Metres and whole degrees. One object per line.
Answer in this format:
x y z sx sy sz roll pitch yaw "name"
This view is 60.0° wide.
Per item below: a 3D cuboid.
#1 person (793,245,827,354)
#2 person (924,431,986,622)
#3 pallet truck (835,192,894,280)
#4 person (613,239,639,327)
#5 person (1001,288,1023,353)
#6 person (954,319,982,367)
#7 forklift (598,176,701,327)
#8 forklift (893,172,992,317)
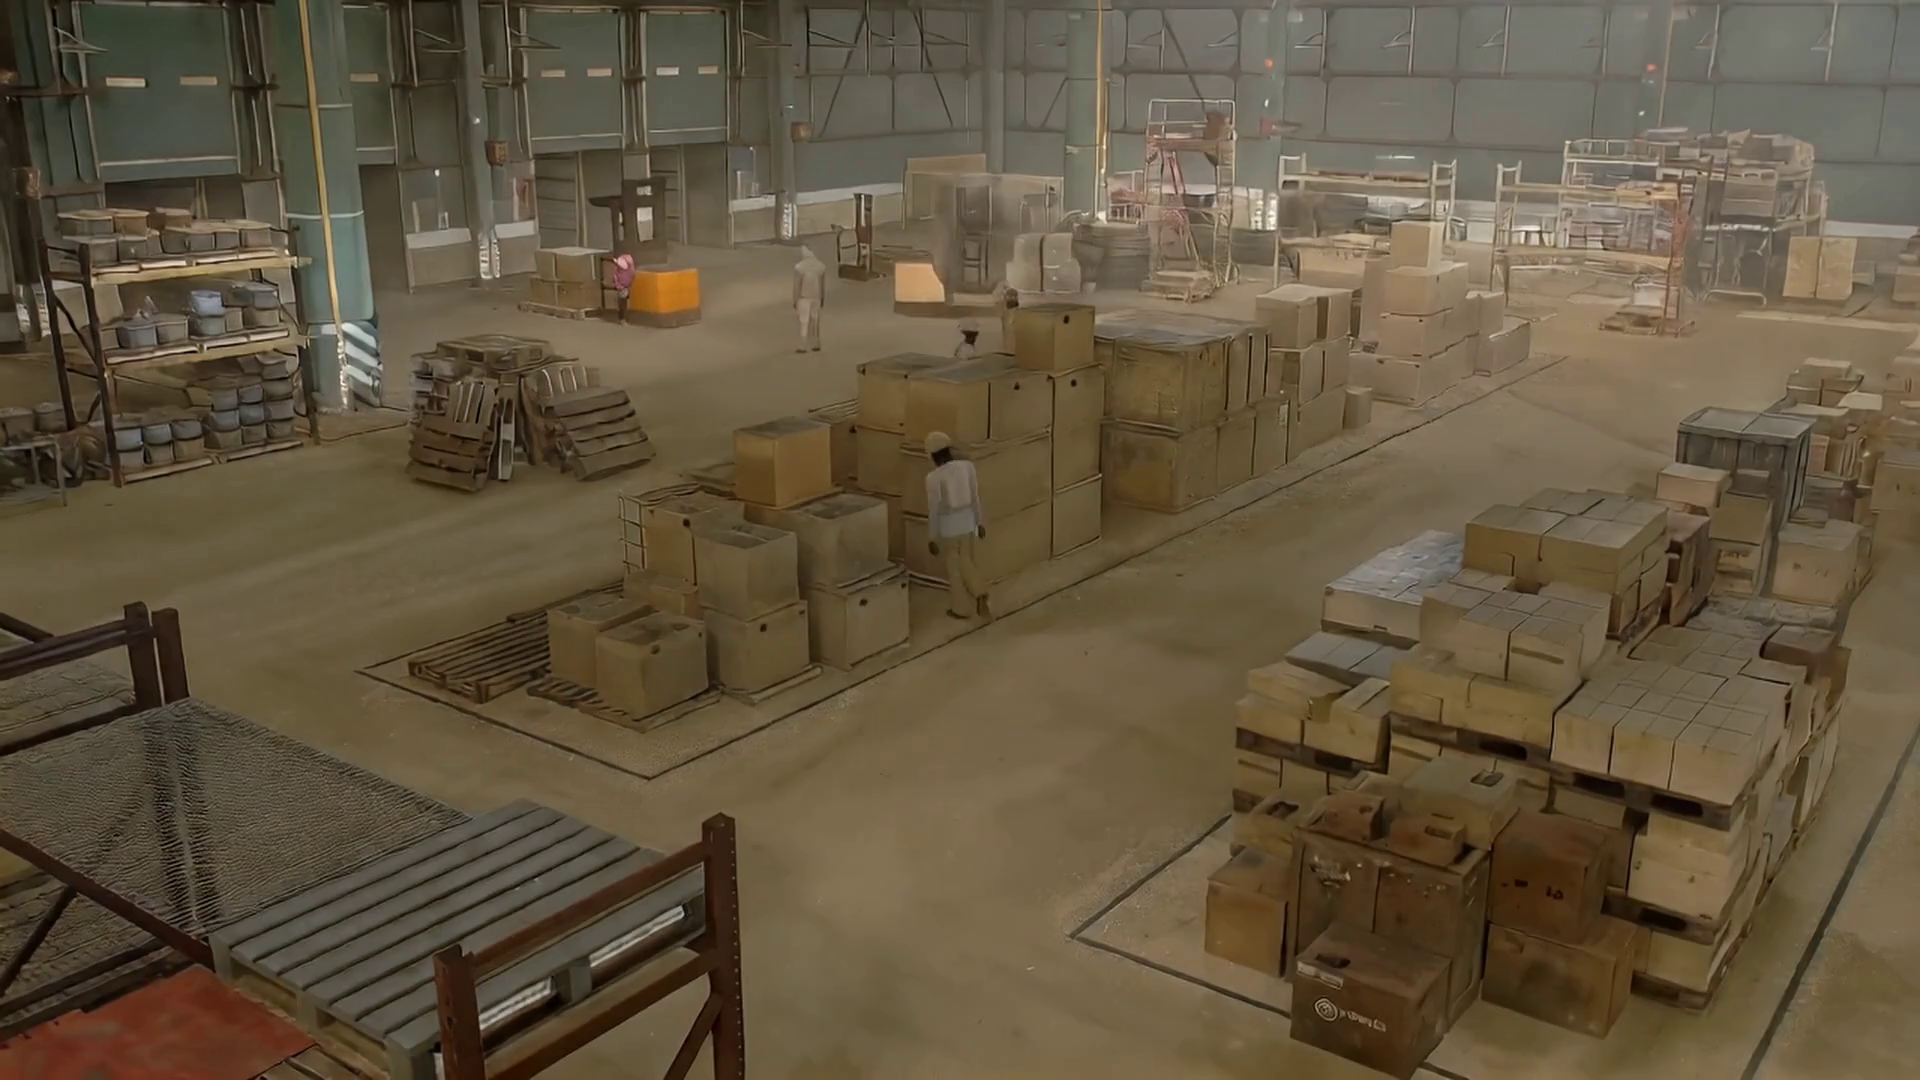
-2.664 -4.277 29.570 0.636 1.927 0.386 -10 19 -30 "person"
-0.060 -0.121 15.864 0.679 1.882 0.502 -13 21 -36 "person"
-1.936 -7.159 38.982 1.885 1.965 0.823 -12 21 -34 "pallet truck"
-6.501 -5.030 32.442 0.322 1.698 0.533 14 22 39 "person"
0.770 -2.750 24.488 0.373 1.938 0.630 -8 18 -24 "person"
0.118 -1.951 21.923 0.872 1.883 0.571 -8 18 -24 "person"
-6.138 -5.705 32.666 1.873 2.768 1.129 12 21 35 "forklift"
-0.359 -5.968 33.535 1.873 2.768 1.129 3 17 9 "forklift"
